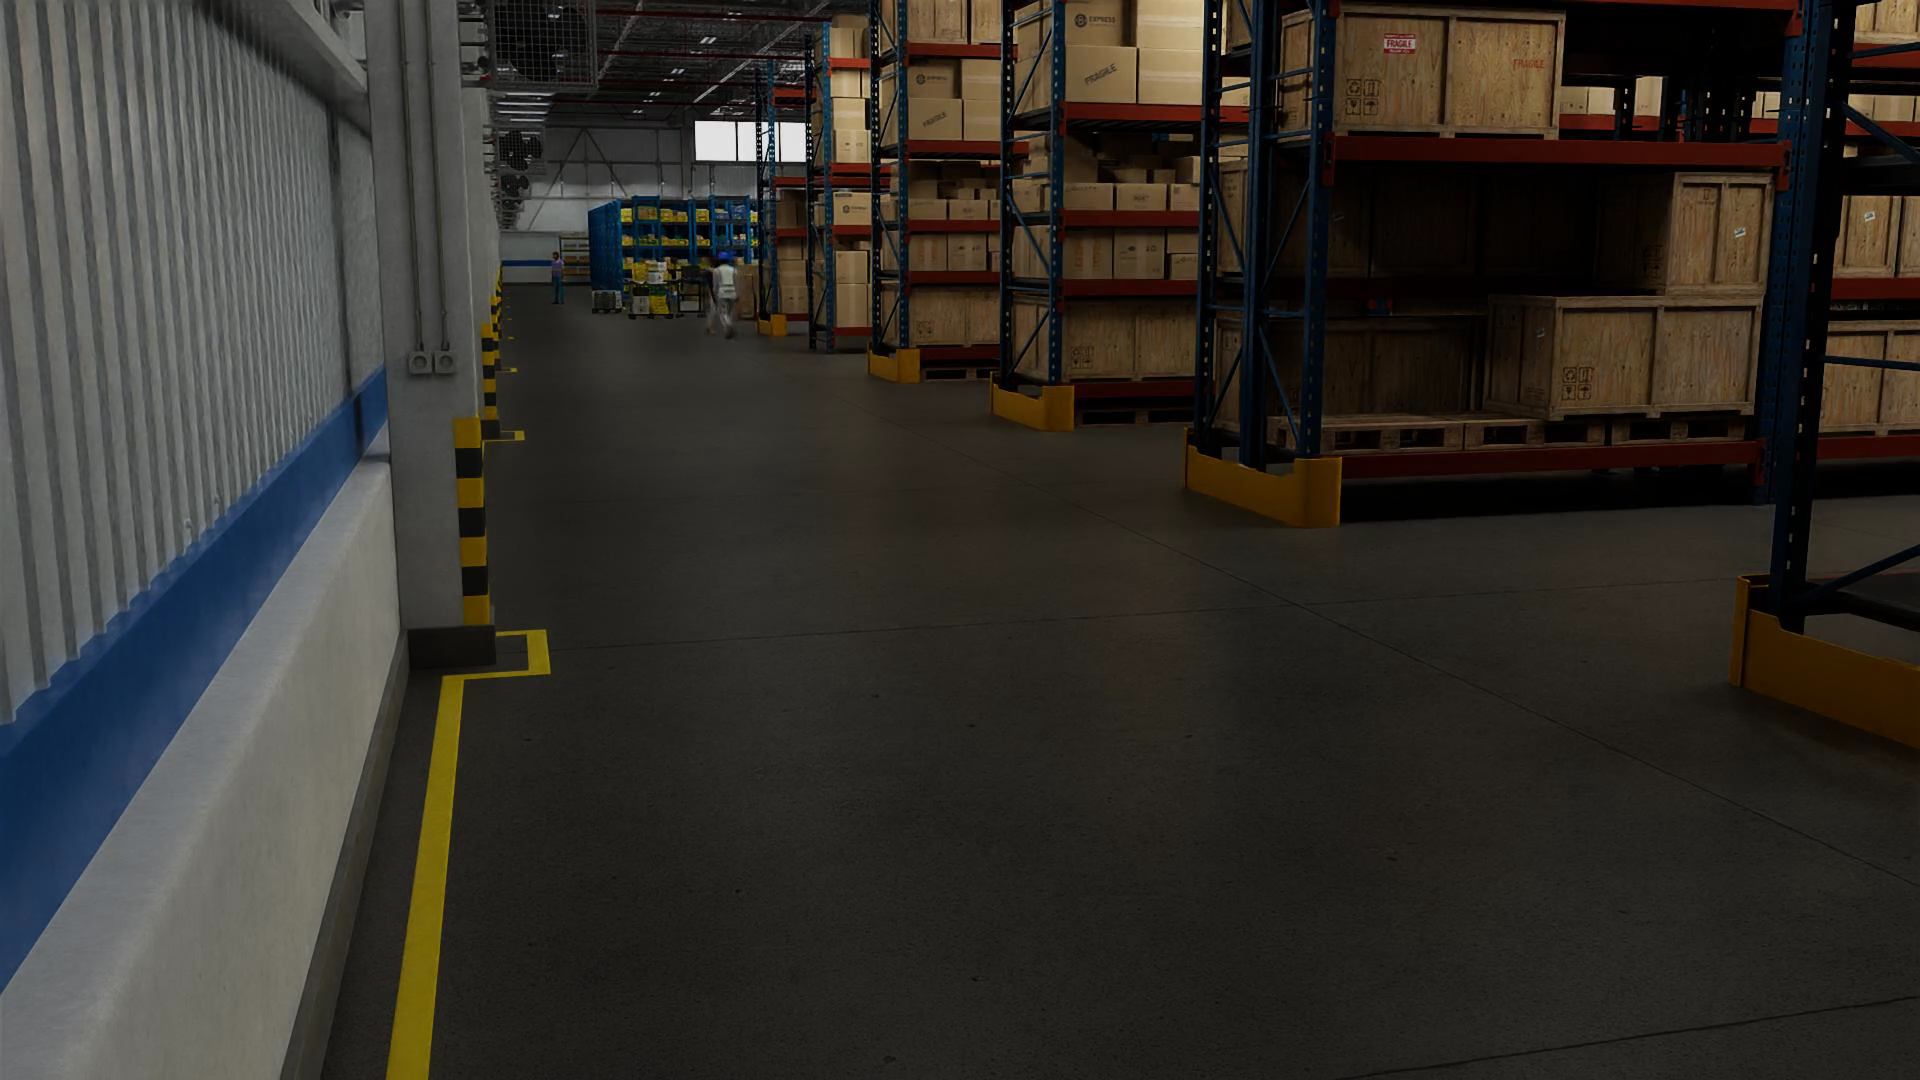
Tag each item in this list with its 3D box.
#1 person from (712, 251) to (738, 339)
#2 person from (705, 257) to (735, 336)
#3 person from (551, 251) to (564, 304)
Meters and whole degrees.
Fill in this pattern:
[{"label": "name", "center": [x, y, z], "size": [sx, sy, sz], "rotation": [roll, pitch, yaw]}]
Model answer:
[{"label": "person", "center": [-5.076, -5.315, 36.164], "size": [0.606, 1.930, 0.615], "rotation": [-6, 12, -30]}, {"label": "person", "center": [-5.481, -5.522, 37.693], "size": [0.615, 1.802, 0.881], "rotation": [-8, 13, -39]}, {"label": "person", "center": [-14.101, -9.192, 58.339], "size": [0.566, 1.850, 0.389], "rotation": [6, 12, 31]}]
